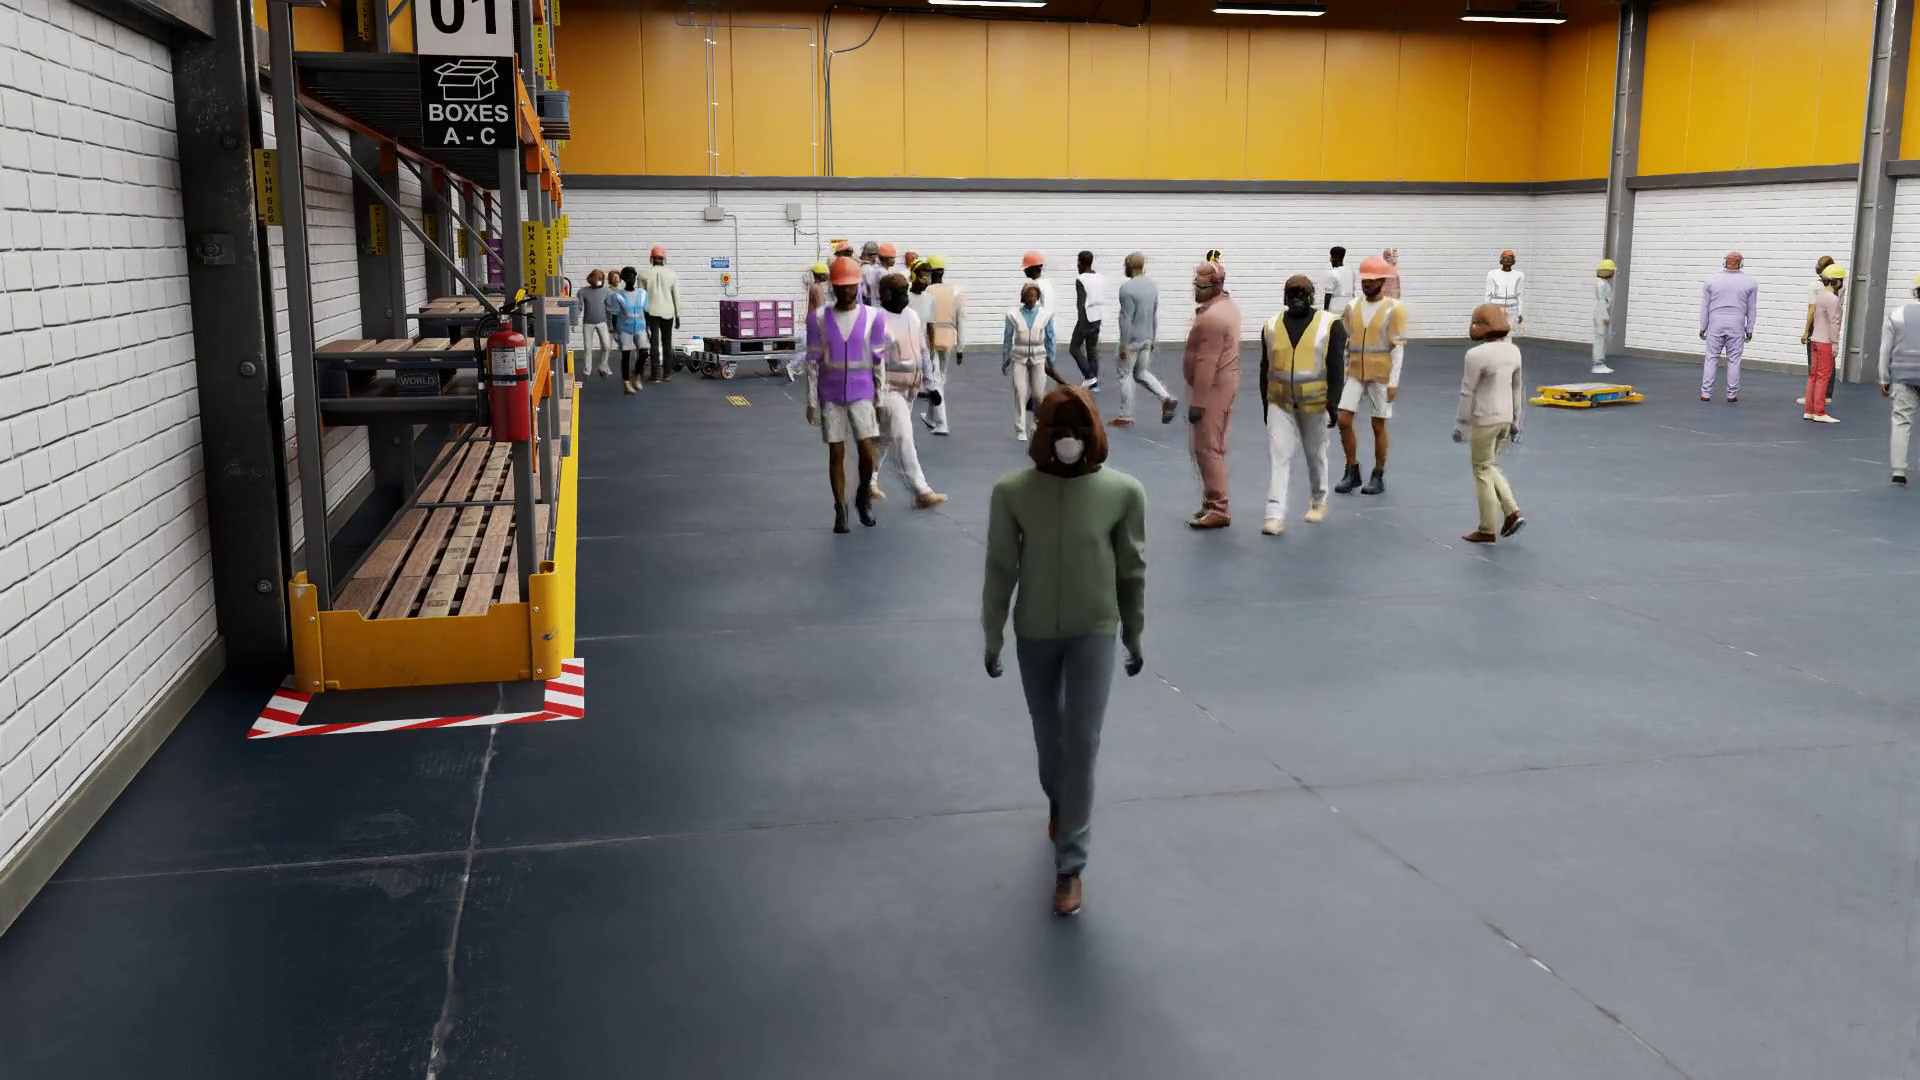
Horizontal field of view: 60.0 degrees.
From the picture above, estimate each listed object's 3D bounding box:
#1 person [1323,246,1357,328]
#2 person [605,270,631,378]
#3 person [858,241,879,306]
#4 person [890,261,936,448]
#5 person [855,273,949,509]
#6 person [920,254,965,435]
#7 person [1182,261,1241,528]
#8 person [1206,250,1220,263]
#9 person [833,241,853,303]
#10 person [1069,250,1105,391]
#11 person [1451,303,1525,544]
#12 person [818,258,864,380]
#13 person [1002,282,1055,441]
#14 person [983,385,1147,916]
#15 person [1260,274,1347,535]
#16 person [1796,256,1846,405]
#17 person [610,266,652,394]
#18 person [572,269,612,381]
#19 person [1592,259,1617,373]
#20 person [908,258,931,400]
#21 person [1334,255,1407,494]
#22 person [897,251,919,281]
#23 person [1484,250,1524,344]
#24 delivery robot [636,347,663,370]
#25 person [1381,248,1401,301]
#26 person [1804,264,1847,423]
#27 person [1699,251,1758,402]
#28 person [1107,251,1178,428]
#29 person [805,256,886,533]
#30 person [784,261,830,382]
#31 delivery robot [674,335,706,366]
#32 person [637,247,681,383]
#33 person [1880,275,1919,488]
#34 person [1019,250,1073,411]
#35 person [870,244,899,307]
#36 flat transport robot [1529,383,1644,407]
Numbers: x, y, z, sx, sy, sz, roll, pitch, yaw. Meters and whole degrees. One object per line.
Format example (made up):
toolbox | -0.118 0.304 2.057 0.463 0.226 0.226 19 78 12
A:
person | 5.775 -3.500 25.367 0.618 1.953 0.398 -6 12 -31
person | -5.183 -3.237 24.884 0.539 1.599 0.816 -6 12 -30
person | -1.407 -3.784 26.670 0.573 2.000 0.695 -3 11 -16
person | -0.494 -1.800 16.236 0.599 1.835 0.418 -6 12 -31
person | -0.488 -1.151 12.803 1.001 1.793 0.625 7 12 34
person | -0.289 -2.068 17.620 0.607 1.879 0.992 -5 11 -24
person | 1.784 -1.031 11.865 0.422 1.886 0.731 4 11 20
person | 4.416 -4.172 29.319 0.328 1.865 0.518 -1 10 -3
person | -1.762 -3.646 26.014 0.491 2.010 0.689 1 10 5
person | 1.725 -2.941 22.398 0.450 1.902 0.589 8 13 39
person | 3.534 -0.768 11.121 0.494 1.616 0.362 -8 13 -37
person | -1.591 -2.948 22.694 0.968 1.792 0.577 1 10 3
person | 0.700 -1.835 17.045 0.545 1.618 0.553 0 10 -2
person | 0.338 0.289 5.327 0.509 1.593 0.858 2 10 10
person | 2.414 -0.971 11.762 0.627 1.808 0.944 5 11 25
person | 10.652 -2.583 20.563 0.516 1.842 0.329 -3 11 -14
person | -4.349 -2.767 21.991 0.572 1.685 0.352 -7 12 -32
person | -5.320 -3.102 24.053 0.601 1.619 0.475 -4 11 -19
person | 9.900 -3.435 25.569 0.303 1.742 0.504 6 12 31
person | -0.593 -2.686 21.229 0.526 1.810 0.605 3 11 16
person | 3.248 -1.299 13.262 0.556 1.915 0.592 9 14 41
person | -0.779 -3.480 25.507 0.560 1.863 0.619 -10 14 -43
person | 8.291 -3.473 25.373 0.573 1.887 0.355 1 10 6
delivery robot | -4.599 -2.739 24.738 0.477 0.478 0.707 0 10 0
person | 6.832 -3.699 26.577 0.399 1.908 0.643 -2 10 -13
person | 9.728 -2.201 18.661 0.306 1.770 0.525 1 10 6
person | 9.687 -2.686 20.999 0.646 1.901 0.401 5 11 24
person | 1.959 -2.147 17.956 0.716 1.922 0.635 8 13 39
person | -0.793 -0.994 11.549 0.563 1.923 0.405 -1 10 -3
person | -2.106 -3.039 23.363 0.681 1.744 0.535 -2 10 -11
delivery robot | -4.100 -2.941 25.858 0.477 0.478 0.707 8 13 39
person | -4.342 -3.243 24.021 0.618 1.937 0.717 -3 11 -18
person | 8.019 -1.351 13.852 0.636 1.793 0.851 8 13 37
person | 0.991 -2.466 19.726 0.602 1.916 0.575 6 12 29
person | -1.067 -3.304 24.181 1.092 1.975 0.619 -2 10 -10
flat transport robot | 7.781 -1.808 20.630 1.431 0.197 0.652 -7 13 -35
